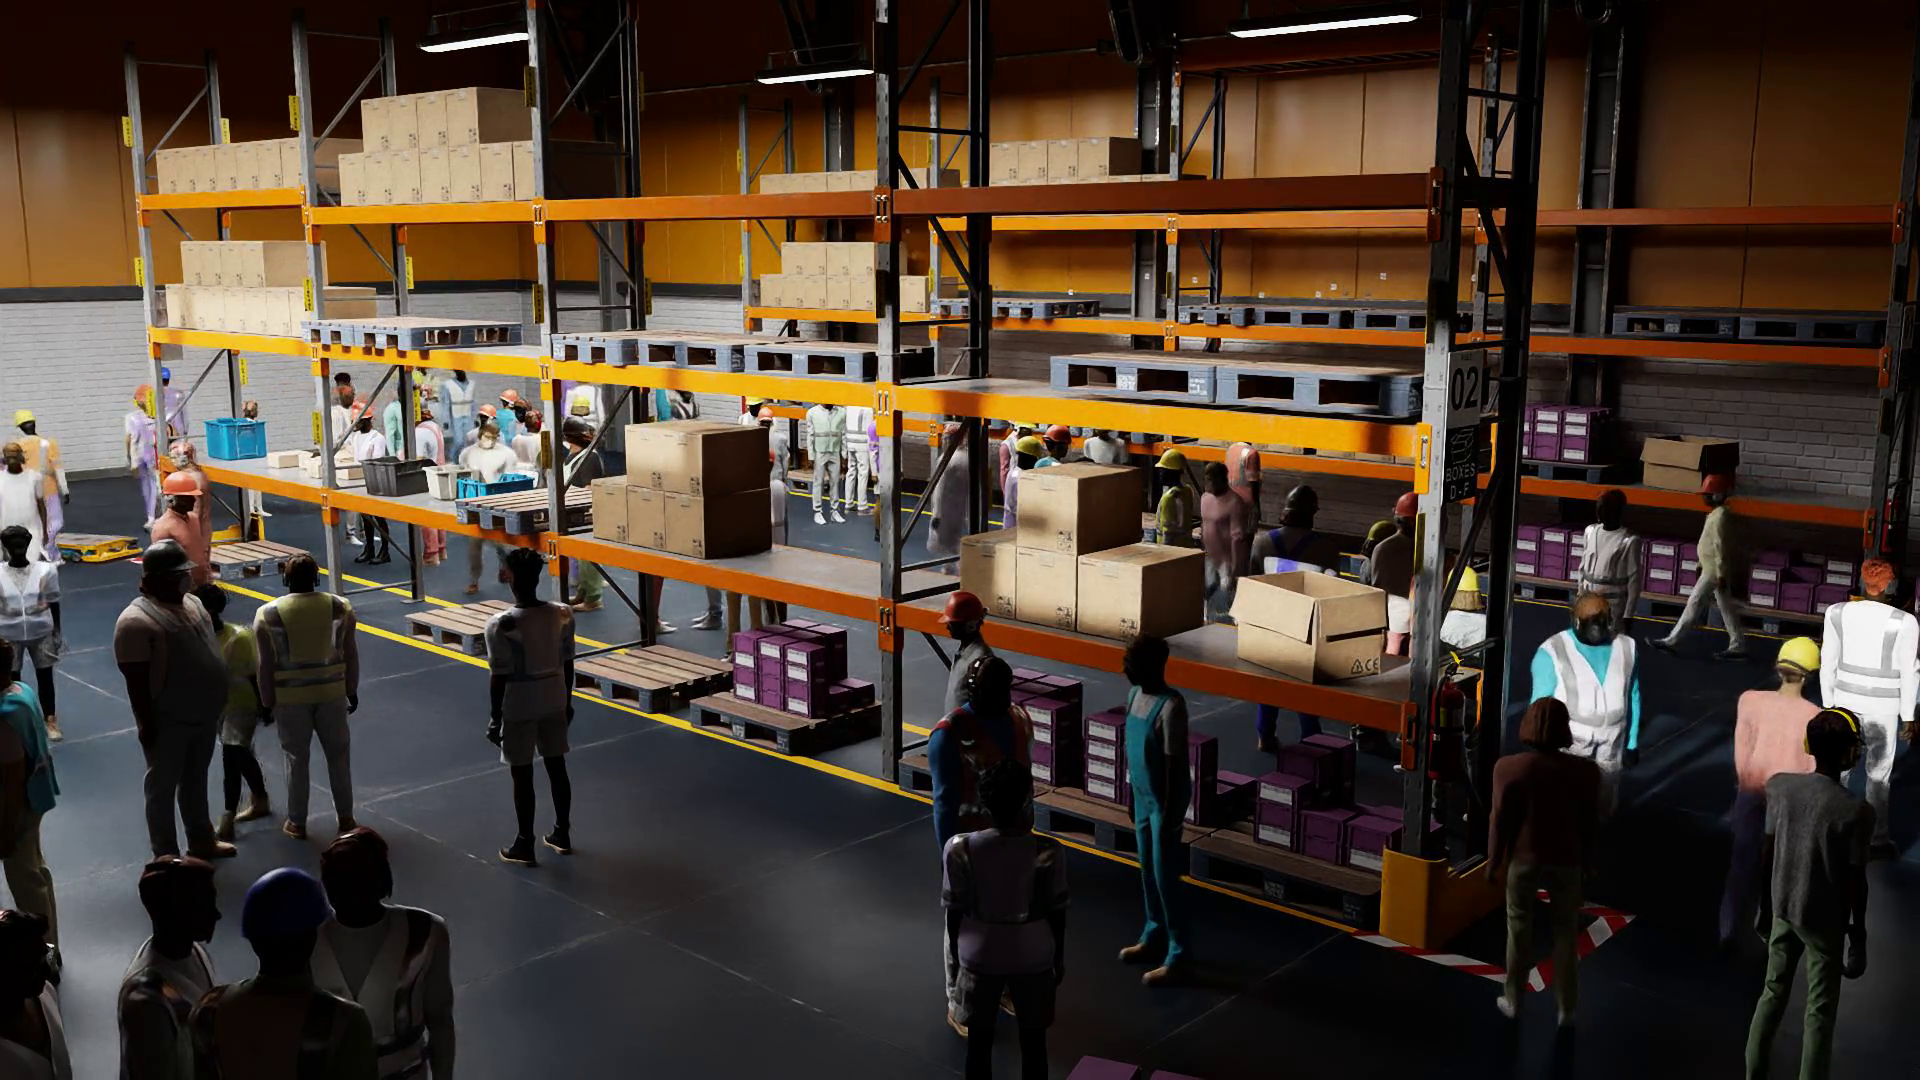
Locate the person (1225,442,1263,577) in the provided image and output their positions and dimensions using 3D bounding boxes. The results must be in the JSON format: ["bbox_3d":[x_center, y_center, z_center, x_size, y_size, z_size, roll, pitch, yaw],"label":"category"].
[{"bbox_3d":[3.134,-0.419,18.272,0.363,1.965,0.610,-4,11,-20],"label":"person"}]

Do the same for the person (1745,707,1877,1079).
[{"bbox_3d":[3.612,1.620,7.063,0.328,1.861,0.507,-5,11,-28],"label":"person"}]

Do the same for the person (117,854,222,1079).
[{"bbox_3d":[-2.495,1.914,5.358,0.351,1.872,0.585,-2,10,-13],"label":"person"}]

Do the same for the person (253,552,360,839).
[{"bbox_3d":[-4.166,0.991,10.653,0.625,1.844,0.429,-6,12,-30],"label":"person"}]

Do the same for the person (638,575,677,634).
[{"bbox_3d":[-3.005,-0.023,16.210,0.402,1.908,0.598,-6,12,-30],"label":"person"}]

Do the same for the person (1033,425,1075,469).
[{"bbox_3d":[0.948,-0.141,16.515,0.403,2.035,0.606,-4,11,-21],"label":"person"}]

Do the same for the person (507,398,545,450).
[{"bbox_3d":[-5.578,-0.908,21.418,0.627,1.837,0.429,5,11,27],"label":"person"}]

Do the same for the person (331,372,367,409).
[{"bbox_3d":[-9.017,-1.545,24.719,0.630,1.940,0.807,2,10,13],"label":"person"}]

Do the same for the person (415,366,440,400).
[{"bbox_3d":[-9.156,-2.191,28.352,0.598,1.939,0.593,1,10,4],"label":"person"}]

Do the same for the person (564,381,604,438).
[{"bbox_3d":[-6.019,-1.812,26.525,0.603,1.828,0.972,-7,12,-36],"label":"person"}]

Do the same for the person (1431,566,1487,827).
[{"bbox_3d":[3.224,1.025,10.763,0.486,1.736,0.323,-2,10,-9],"label":"person"}]

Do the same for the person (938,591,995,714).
[{"bbox_3d":[0.048,1.161,9.968,0.351,1.743,0.568,-2,10,-12],"label":"person"}]

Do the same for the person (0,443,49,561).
[{"bbox_3d":[-9.628,-0.108,17.009,0.530,1.799,0.980,-5,11,-26],"label":"person"}]

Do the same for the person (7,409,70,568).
[{"bbox_3d":[-10.754,-0.571,19.363,0.648,1.887,0.649,-1,10,-3],"label":"person"}]

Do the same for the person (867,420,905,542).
[{"bbox_3d":[-0.919,-0.919,21.225,0.392,1.923,0.553,9,13,40],"label":"person"}]

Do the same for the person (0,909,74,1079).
[{"bbox_3d":[-2.869,1.992,5.028,0.389,1.836,0.565,-1,10,-6],"label":"person"}]

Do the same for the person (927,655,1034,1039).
[{"bbox_3d":[0.142,1.457,8.021,0.627,1.844,0.429,-9,14,-43],"label":"person"}]

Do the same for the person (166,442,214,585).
[{"bbox_3d":[-7.471,0.002,16.105,0.422,1.899,0.684,-3,11,-17],"label":"person"}]

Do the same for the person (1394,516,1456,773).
[{"bbox_3d":[3.371,0.729,11.917,0.380,1.916,0.596,5,11,28],"label":"person"}]

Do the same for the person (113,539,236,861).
[{"bbox_3d":[-4.684,1.000,10.038,0.538,2.000,0.686,2,10,11],"label":"person"}]

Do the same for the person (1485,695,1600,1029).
[{"bbox_3d":[2.817,1.557,8.054,0.504,1.637,0.280,2,10,10],"label":"person"}]

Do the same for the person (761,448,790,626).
[{"bbox_3d":[-1.841,0.061,15.718,0.396,1.921,0.554,6,12,31],"label":"person"}]

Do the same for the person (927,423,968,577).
[{"bbox_3d":[-0.122,-0.309,17.853,0.587,1.889,0.678,6,12,29],"label":"person"}]

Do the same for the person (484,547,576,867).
[{"bbox_3d":[-2.623,1.012,10.181,0.367,1.966,0.607,9,14,42],"label":"person"}]

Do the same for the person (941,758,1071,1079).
[{"bbox_3d":[0.191,1.730,6.883,0.533,1.697,0.318,1,10,4],"label":"person"}]

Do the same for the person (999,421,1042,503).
[{"bbox_3d":[0.748,-0.624,19.854,0.590,1.823,0.404,-7,12,-33],"label":"person"}]

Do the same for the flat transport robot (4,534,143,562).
[{"bbox_3d":[-10.782,0.082,20.227,1.431,0.197,0.652,3,10,15],"label":"flat transport robot"}]

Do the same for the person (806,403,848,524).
[{"bbox_3d":[-1.817,-1.178,22.716,0.588,1.913,0.395,-5,11,-27],"label":"person"}]

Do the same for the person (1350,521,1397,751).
[{"bbox_3d":[3.139,0.717,12.513,0.321,1.738,0.486,0,10,3],"label":"person"}]

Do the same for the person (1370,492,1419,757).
[{"bbox_3d":[3.306,0.619,12.359,0.618,1.986,0.408,-6,12,-31],"label":"person"}]

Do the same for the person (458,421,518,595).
[{"bbox_3d":[-5.136,-0.373,18.192,0.683,1.904,0.604,0,10,1],"label":"person"}]

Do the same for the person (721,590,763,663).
[{"bbox_3d":[-1.953,0.322,15.020,0.499,1.632,0.285,2,10,12],"label":"person"}]

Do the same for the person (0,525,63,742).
[{"bbox_3d":[-7.091,0.719,12.605,0.539,1.697,0.317,-6,12,-32],"label":"person"}]

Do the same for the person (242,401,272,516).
[{"bbox_3d":[-9.808,-1.106,23.065,0.309,1.645,0.515,0,10,2],"label":"person"}]
